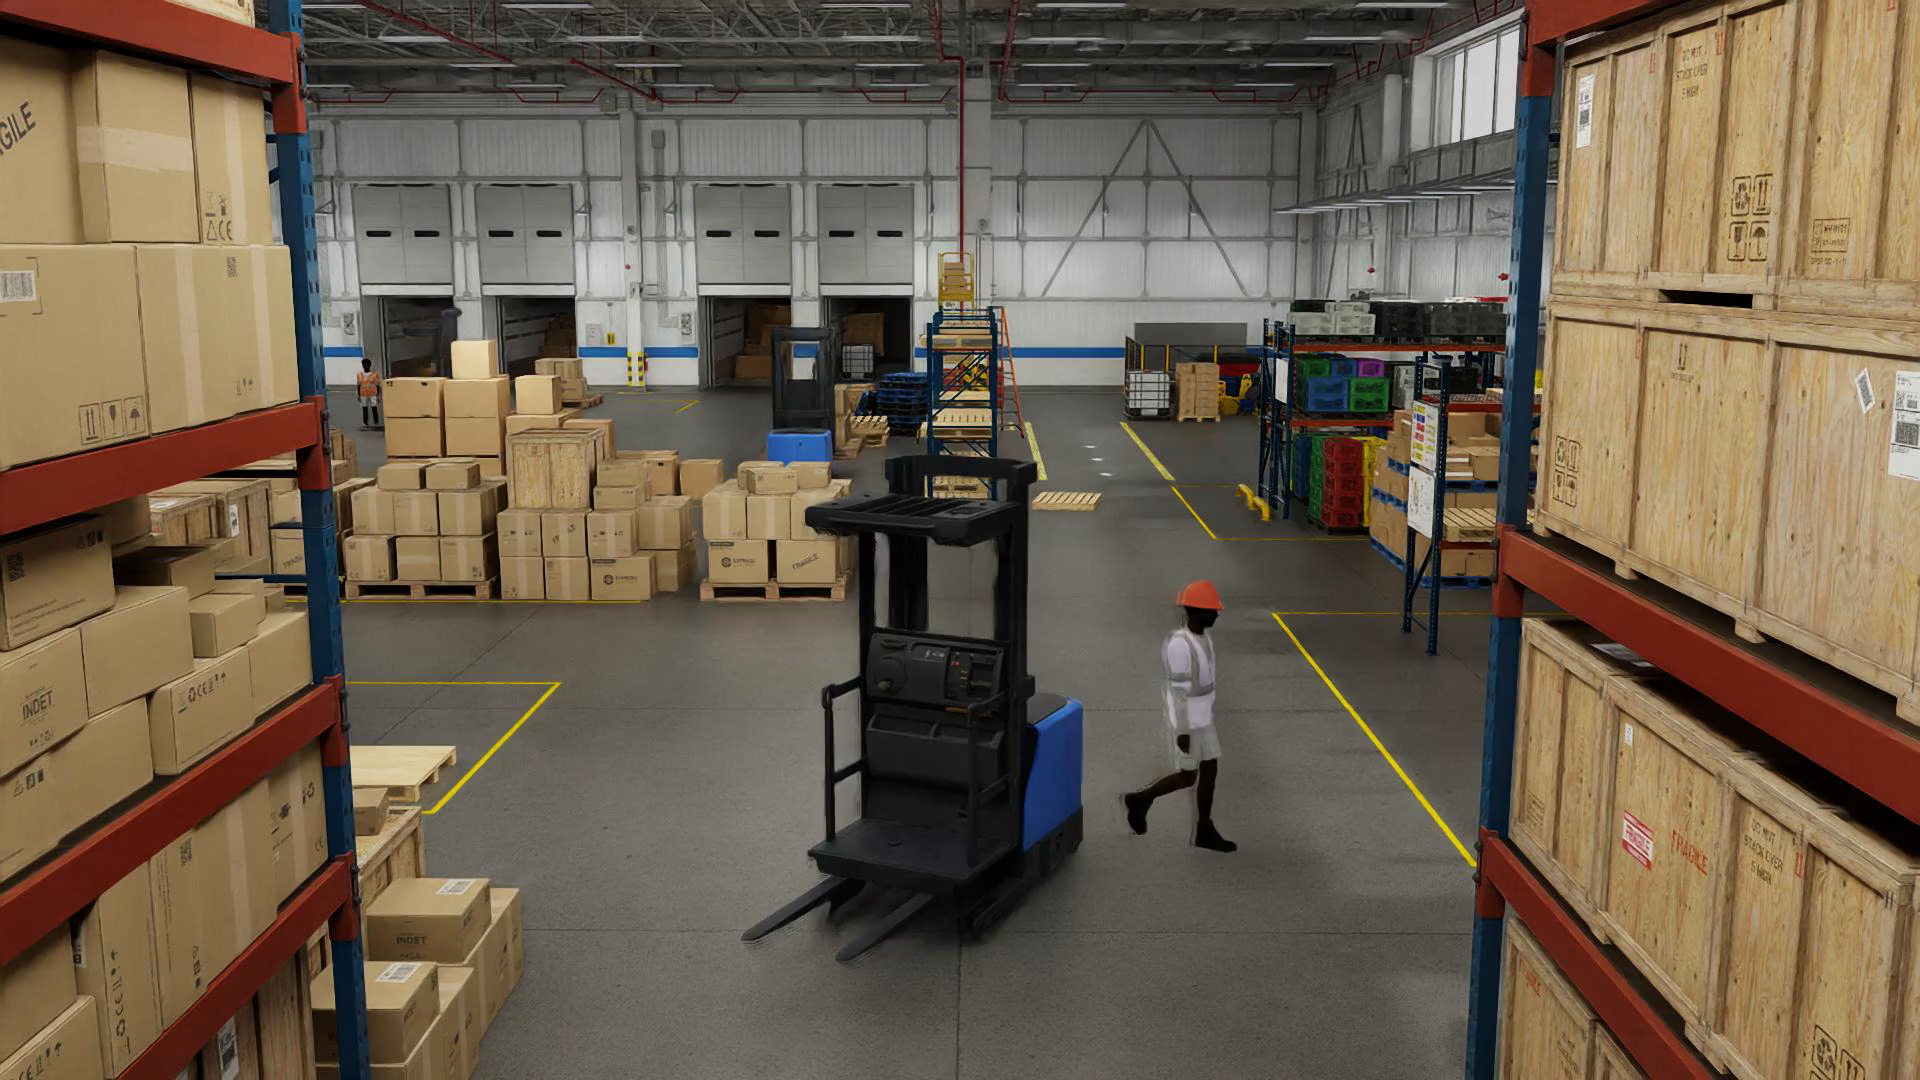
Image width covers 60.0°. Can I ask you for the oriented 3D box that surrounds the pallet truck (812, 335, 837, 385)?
[{"bbox_3d":[-3.021,-4.312,43.126,1.885,1.965,0.823,3,10,17],"label":"pallet truck"}]

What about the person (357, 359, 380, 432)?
[{"bbox_3d":[-13.653,-3.342,38.393,0.540,1.695,0.317,0,10,1],"label":"person"}]

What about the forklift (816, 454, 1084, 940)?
[{"bbox_3d":[0.009,0.853,10.781,1.129,2.768,1.873,5,11,26],"label":"forklift"}]

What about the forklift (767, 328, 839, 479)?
[{"bbox_3d":[-2.738,-2.265,28.771,1.129,2.768,1.873,0,10,1],"label":"forklift"}]

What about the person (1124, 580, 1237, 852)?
[{"bbox_3d":[1.551,1.209,11.513,0.712,1.915,0.558,6,12,32],"label":"person"}]

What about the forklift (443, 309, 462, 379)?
[{"bbox_3d":[-11.663,-3.918,38.306,1.873,2.768,1.129,-3,10,-17],"label":"forklift"}]
